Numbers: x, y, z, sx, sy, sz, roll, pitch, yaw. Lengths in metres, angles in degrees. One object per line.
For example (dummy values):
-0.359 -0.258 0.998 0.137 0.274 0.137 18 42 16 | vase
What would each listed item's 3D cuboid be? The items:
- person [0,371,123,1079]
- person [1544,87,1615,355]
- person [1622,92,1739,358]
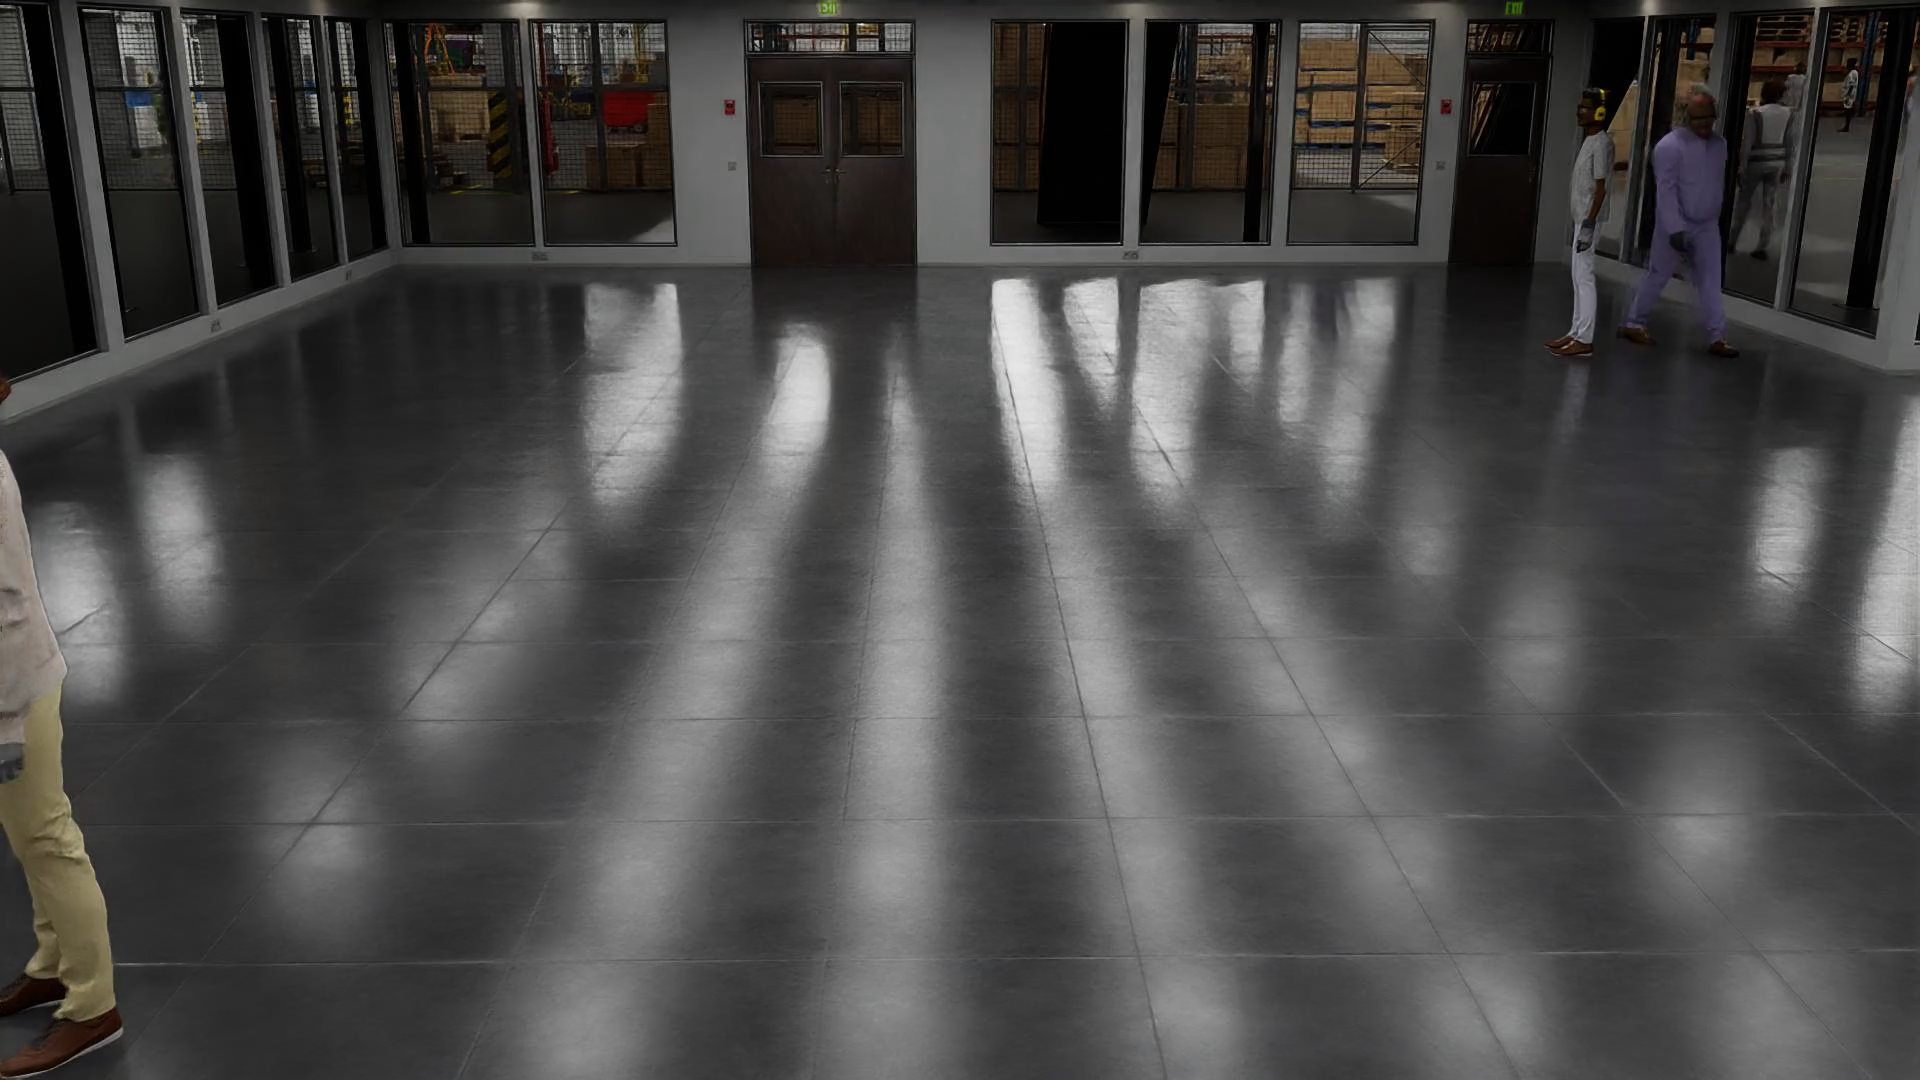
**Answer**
-2.021 0.328 3.467 0.287 1.631 0.501 -12 20 -35 | person
4.431 -2.251 11.824 0.325 1.876 0.524 3 17 12 | person
5.207 -2.262 11.935 0.665 1.849 0.965 -5 17 -16 | person
